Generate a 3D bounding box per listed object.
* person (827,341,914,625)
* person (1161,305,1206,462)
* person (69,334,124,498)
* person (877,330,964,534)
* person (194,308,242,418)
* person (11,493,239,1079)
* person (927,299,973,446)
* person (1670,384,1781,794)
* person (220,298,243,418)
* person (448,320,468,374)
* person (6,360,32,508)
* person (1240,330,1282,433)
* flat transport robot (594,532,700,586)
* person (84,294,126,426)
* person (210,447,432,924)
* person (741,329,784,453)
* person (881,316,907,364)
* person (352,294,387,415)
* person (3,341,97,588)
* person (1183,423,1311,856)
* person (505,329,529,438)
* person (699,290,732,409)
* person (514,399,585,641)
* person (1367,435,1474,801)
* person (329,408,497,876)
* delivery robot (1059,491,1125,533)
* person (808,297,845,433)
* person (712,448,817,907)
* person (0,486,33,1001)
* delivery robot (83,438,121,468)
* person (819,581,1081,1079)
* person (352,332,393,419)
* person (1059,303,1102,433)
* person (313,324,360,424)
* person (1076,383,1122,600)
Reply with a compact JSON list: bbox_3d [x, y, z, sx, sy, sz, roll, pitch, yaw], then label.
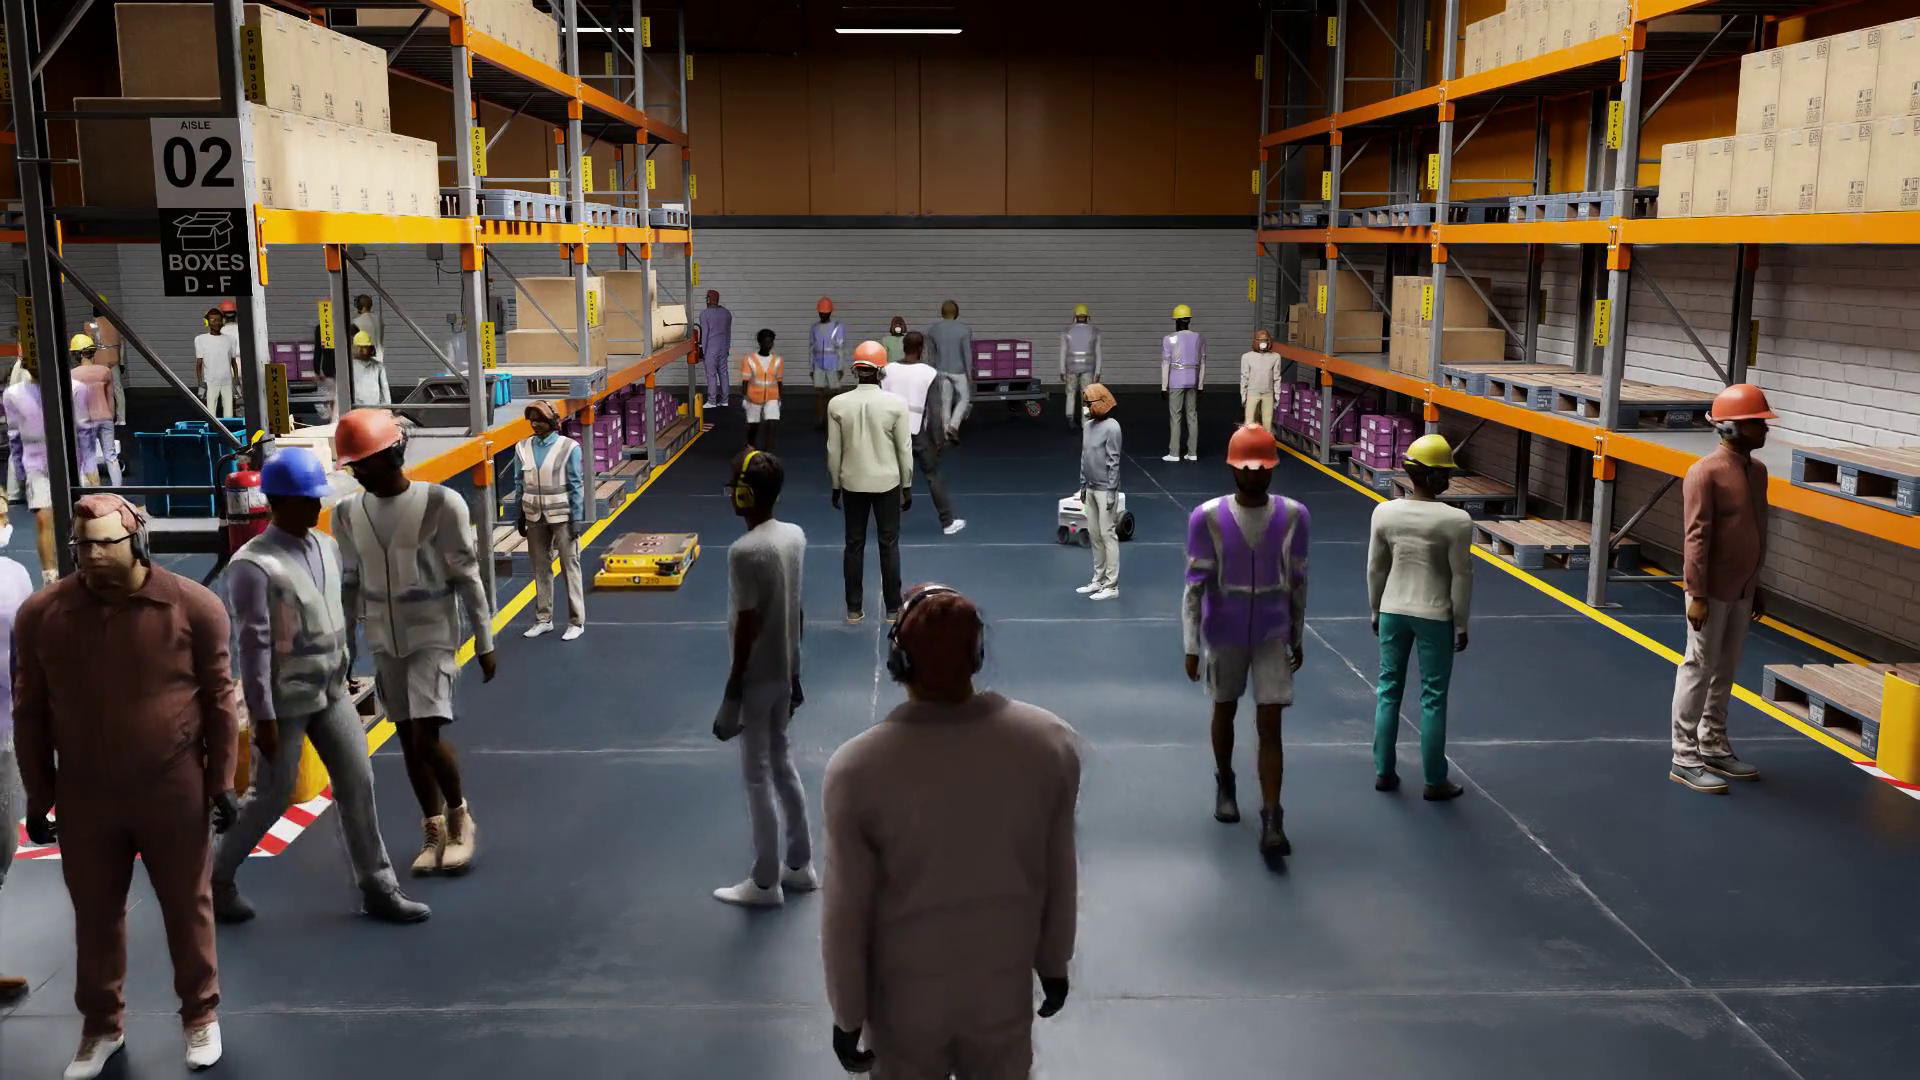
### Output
[{"bbox_3d":[-0.620,-0.392,11.655,0.608,1.996,0.382,2,10,11],"label":"person"},{"bbox_3d":[2.718,-1.913,20.359,0.588,1.919,0.401,-4,11,-21],"label":"person"},{"bbox_3d":[-8.761,-1.189,16.771,0.350,1.758,0.522,5,11,24],"label":"person"},{"bbox_3d":[-0.402,-0.972,15.241,0.746,1.884,0.502,3,11,15],"label":"person"},{"bbox_3d":[-9.074,-1.897,20.378,0.514,1.876,0.328,-9,13,-39],"label":"person"},{"bbox_3d":[-2.655,0.790,5.320,0.651,1.906,0.403,-3,11,-15],"label":"person"},{"bbox_3d":[-0.111,-2.193,21.882,0.661,1.925,0.425,4,11,23],"label":"person"},{"bbox_3d":[3.764,0.230,8.185,0.611,1.997,0.375,-8,13,-37],"label":"person"},{"bbox_3d":[-9.658,-2.250,22.183,0.567,1.934,0.399,-5,11,-24],"label":"person"},{"bbox_3d":[-6.281,-2.058,21.454,0.615,1.808,0.430,-1,10,-3],"label":"person"},{"bbox_3d":[-9.382,-1.210,16.822,0.636,1.793,0.621,-10,14,-44],"label":"person"},{"bbox_3d":[3.652,-1.742,20.219,0.497,1.625,0.286,-1,10,-3],"label":"person"},{"bbox_3d":[-2.519,0.139,13.501,0.652,0.197,1.431,0,10,-2],"label":"flat transport robot"},{"bbox_3d":[-12.351,-2.581,24.035,0.360,1.930,0.589,6,12,29],"label":"person"},{"bbox_3d":[-2.609,0.581,6.479,0.937,1.914,0.628,3,11,15],"label":"person"},{"bbox_3d":[-2.371,-1.692,19.810,0.539,1.662,0.803,-4,11,-19],"label":"person"},{"bbox_3d":[-0.878,-2.346,23.556,0.497,1.632,0.284,-1,10,-6],"label":"person"},{"bbox_3d":[-8.421,-2.525,23.698,0.353,1.937,0.635,2,10,14],"label":"person"},{"bbox_3d":[-6.944,-0.593,12.765,0.611,2.013,0.963,-3,11,-18],"label":"person"},{"bbox_3d":[1.270,0.430,7.379,0.568,1.883,0.975,1,10,4],"label":"person"},{"bbox_3d":[-5.489,-2.051,21.359,0.626,1.836,0.429,-7,12,-33],"label":"person"},{"bbox_3d":[-3.979,-3.076,26.858,0.409,1.908,0.640,8,13,38],"label":"person"},{"bbox_3d":[-2.767,-0.135,11.236,0.517,1.634,0.311,3,11,16],"label":"person"},{"bbox_3d":[2.222,0.371,8.050,0.526,1.765,0.329,9,13,40],"label":"person"},{"bbox_3d":[-2.314,0.441,6.981,0.658,2.007,0.475,2,10,10],"label":"person"},{"bbox_3d":[1.178,-0.289,14.837,0.477,0.478,0.707,7,12,34],"label":"delivery robot"},{"bbox_3d":[-1.867,-2.470,23.466,0.556,1.915,0.583,3,11,15],"label":"person"},{"bbox_3d":[-0.803,0.557,6.720,0.313,1.869,0.531,4,11,22],"label":"person"},{"bbox_3d":[-3.507,0.716,5.782,0.372,1.885,0.748,4,11,21],"label":"person"},{"bbox_3d":[-9.898,-1.001,18.804,0.477,0.478,0.707,7,12,33],"label":"delivery robot"},{"bbox_3d":[-0.018,1.040,3.962,0.660,1.892,0.624,-4,11,-20],"label":"person"},{"bbox_3d":[-6.411,-1.402,18.084,0.873,1.693,0.508,10,14,43],"label":"person"},{"bbox_3d":[1.698,-2.405,23.360,0.594,1.820,0.425,1,10,7],"label":"person"},{"bbox_3d":[-8.263,-2.267,22.248,0.606,1.931,1.057,1,10,7],"label":"person"},{"bbox_3d":[1.047,-0.369,12.567,0.295,1.622,0.510,-5,11,-24],"label":"person"}]
